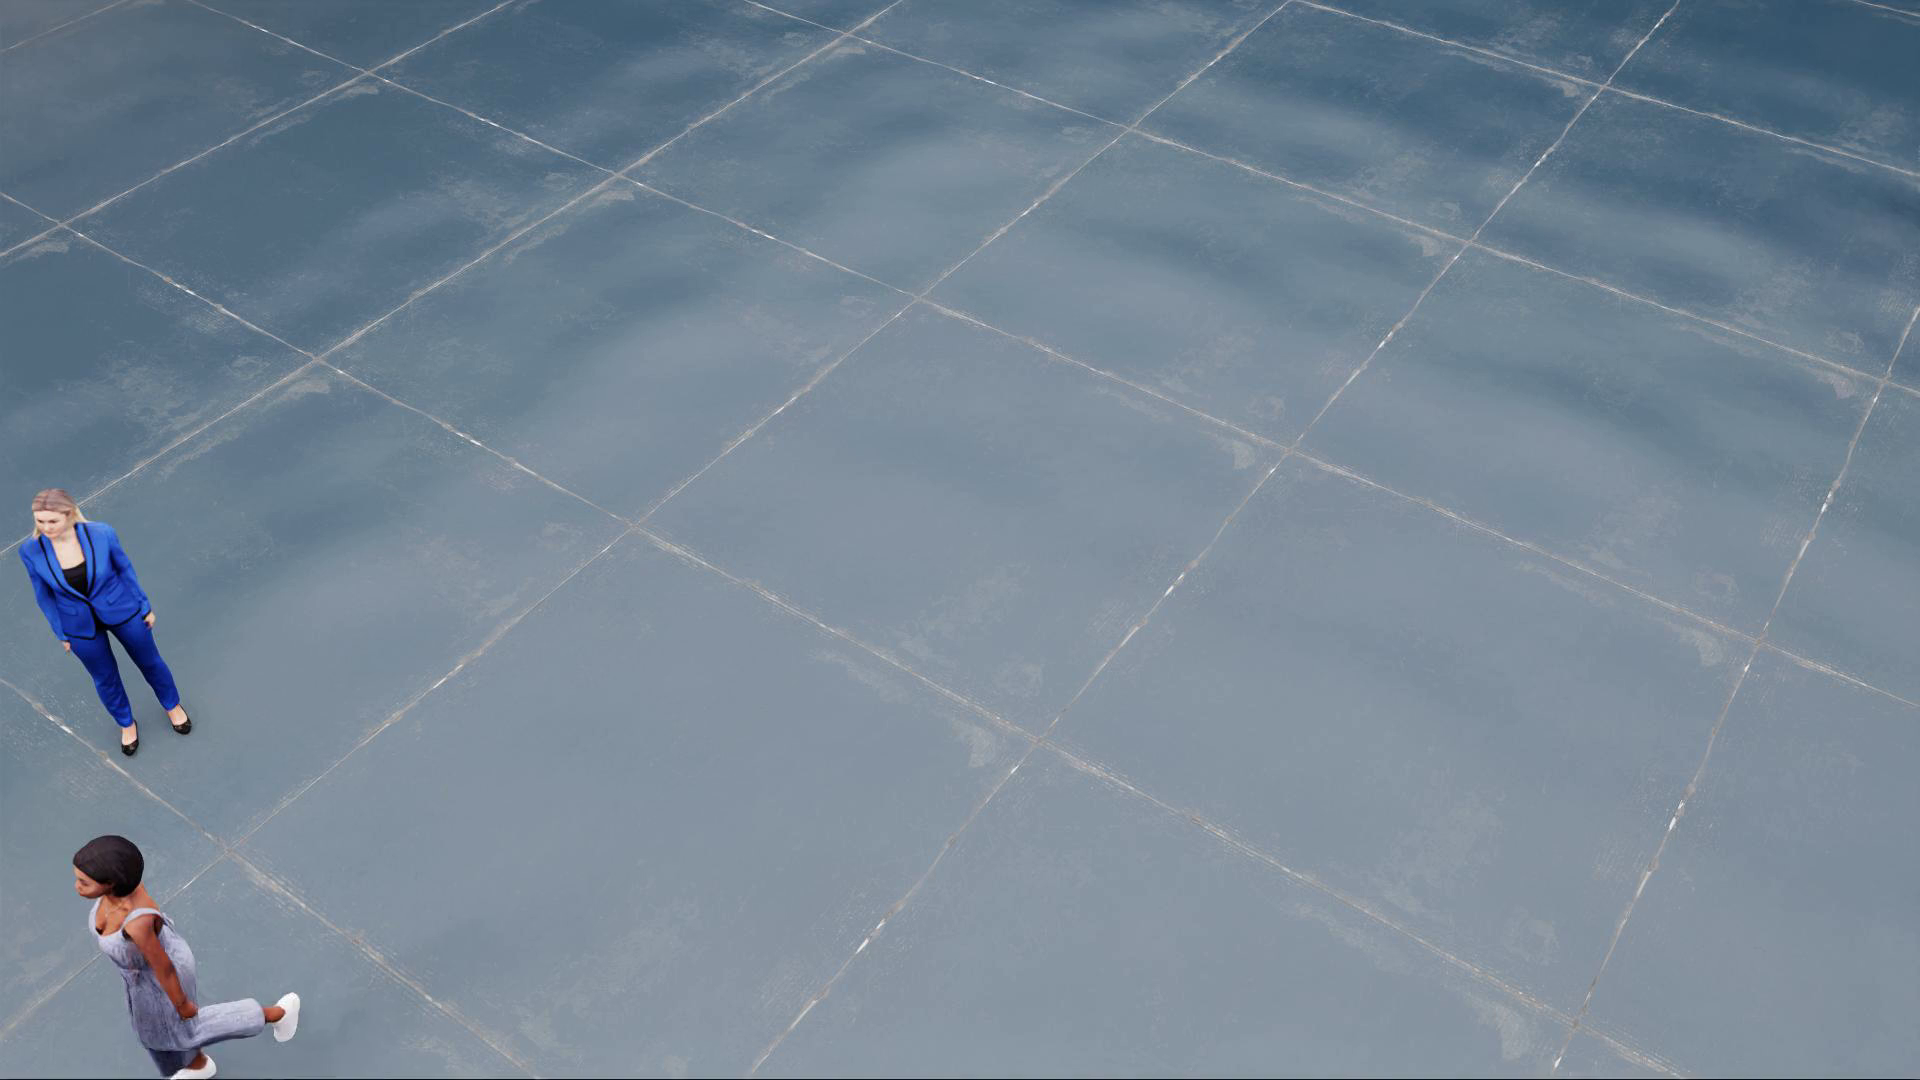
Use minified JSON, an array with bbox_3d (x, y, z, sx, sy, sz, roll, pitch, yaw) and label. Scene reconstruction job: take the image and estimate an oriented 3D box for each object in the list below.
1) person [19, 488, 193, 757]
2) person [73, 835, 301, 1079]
[{"bbox_3d":[-4.406,0.394,8.550,0.697,1.699,0.694,-20,47,-20],"label":"person"},{"bbox_3d":[-3.320,1.797,7.061,0.787,1.680,0.914,-29,50,-27],"label":"person"}]
